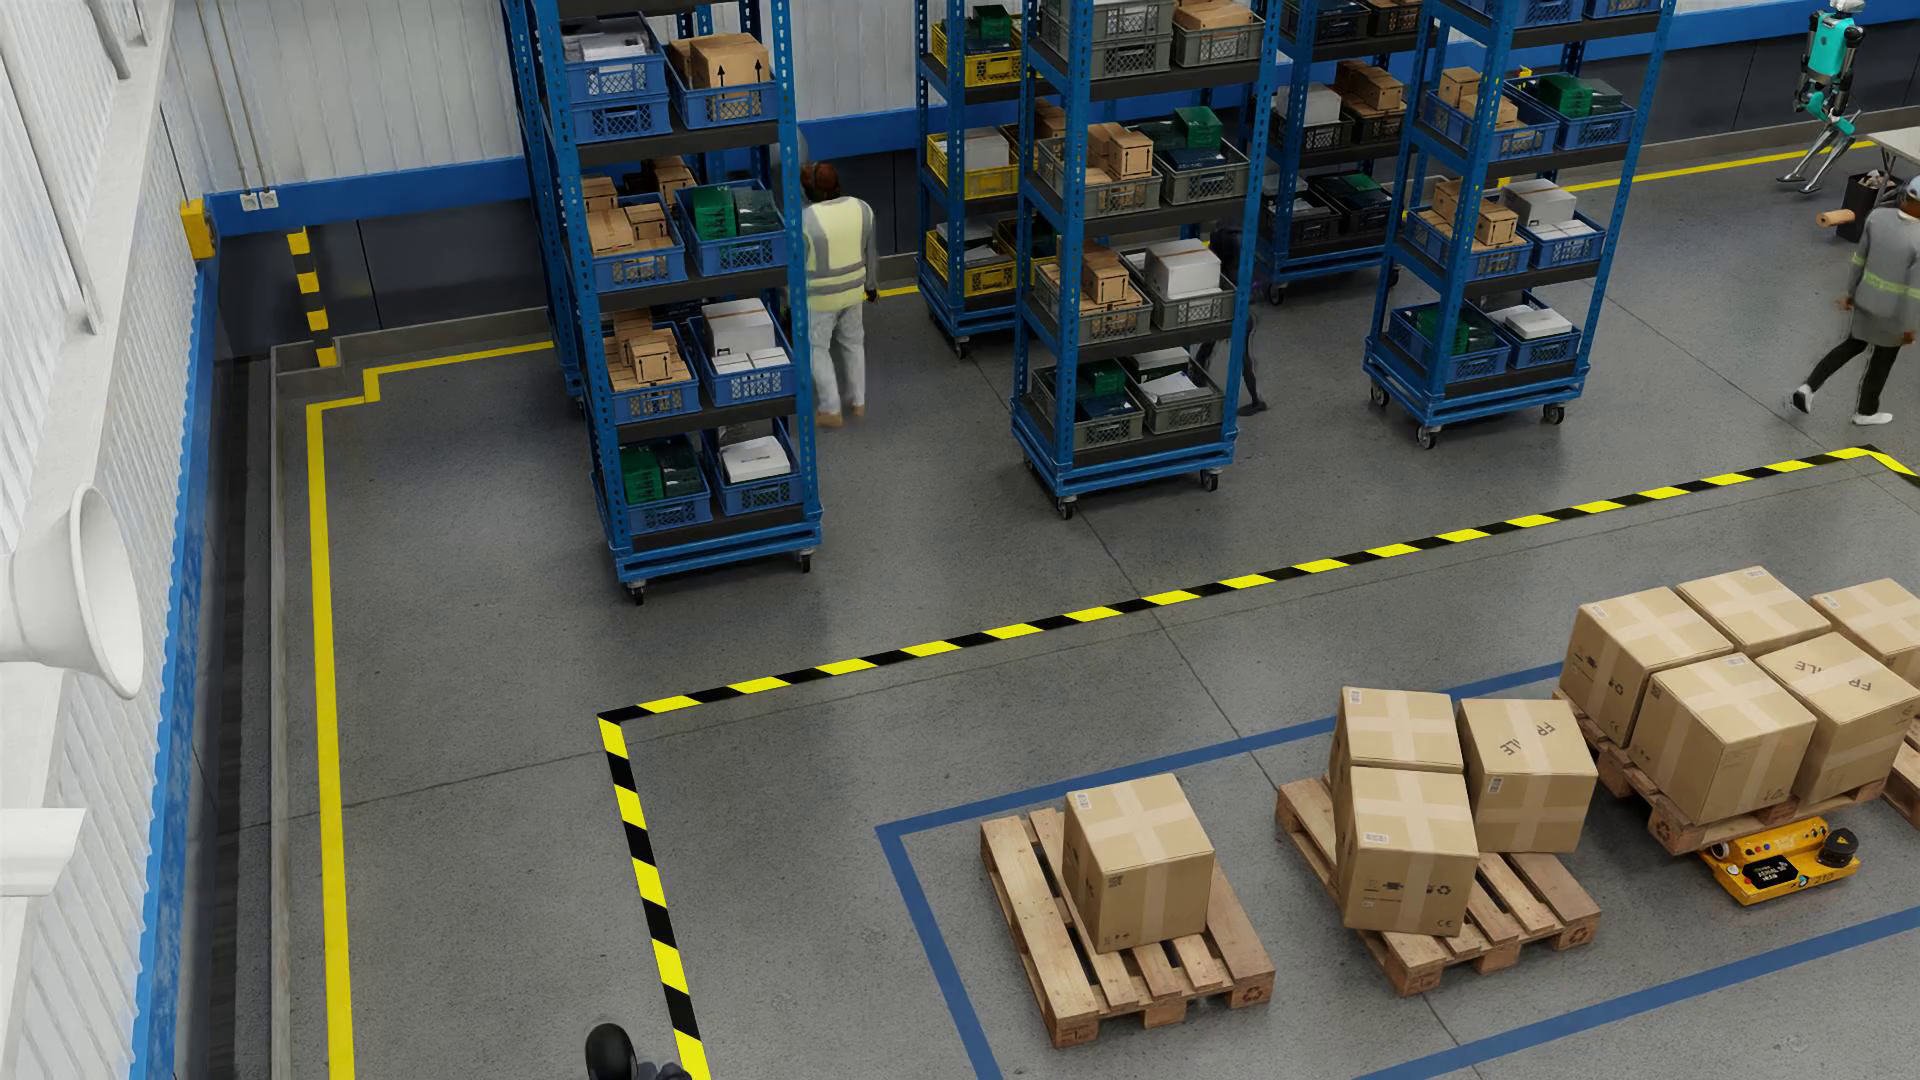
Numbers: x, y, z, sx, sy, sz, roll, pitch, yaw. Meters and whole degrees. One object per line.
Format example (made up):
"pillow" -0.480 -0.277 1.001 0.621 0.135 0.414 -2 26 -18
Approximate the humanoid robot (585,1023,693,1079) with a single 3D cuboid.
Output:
"humanoid robot" -1.134 2.213 5.703 0.594 1.636 0.556 -18 39 -23

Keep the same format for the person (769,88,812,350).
"person" -1.237 -2.295 11.862 0.371 1.939 0.630 -11 37 -15

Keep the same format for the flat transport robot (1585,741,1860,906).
"flat transport robot" 3.738 1.188 8.347 0.652 0.197 1.431 -11 37 -15

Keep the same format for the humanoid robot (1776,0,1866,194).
"humanoid robot" 7.404 -3.771 14.011 0.735 1.677 0.533 -11 37 -15

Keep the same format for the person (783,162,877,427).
"person" -0.838 -1.614 10.997 0.695 1.828 0.435 -26 43 -32

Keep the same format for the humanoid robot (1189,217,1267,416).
"humanoid robot" 1.766 -1.579 11.106 0.764 1.619 0.615 -6 36 -8

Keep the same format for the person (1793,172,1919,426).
"person" 6.040 -1.547 10.888 0.686 1.835 0.607 -10 36 -14
